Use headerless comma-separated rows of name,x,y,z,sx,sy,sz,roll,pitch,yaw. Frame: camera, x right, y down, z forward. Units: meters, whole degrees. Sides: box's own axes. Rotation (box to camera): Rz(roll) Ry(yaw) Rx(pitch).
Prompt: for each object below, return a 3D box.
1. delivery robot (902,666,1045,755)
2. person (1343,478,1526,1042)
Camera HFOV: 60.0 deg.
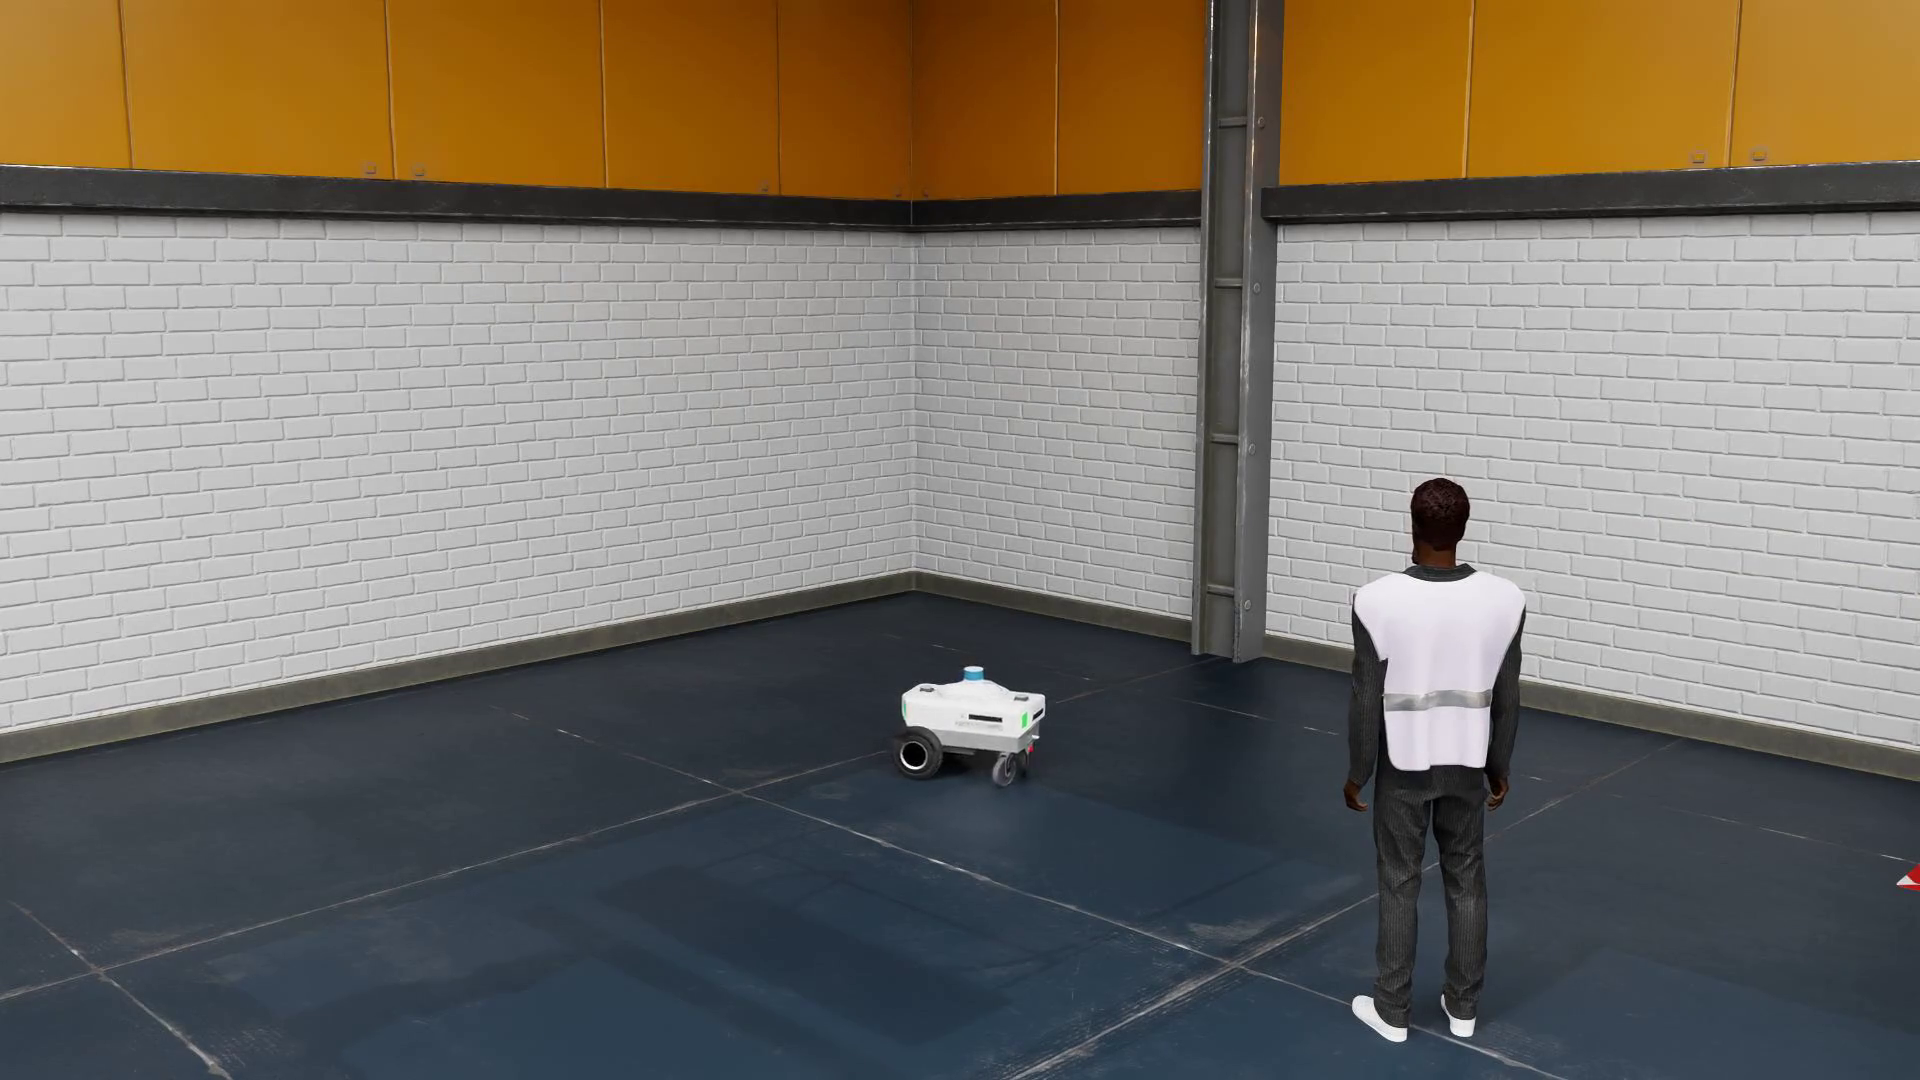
delivery robot,0.072,0.896,8.577,0.707,0.478,0.477,3,10,20
person,1.584,0.748,5.601,0.593,1.920,0.392,-1,9,-6
